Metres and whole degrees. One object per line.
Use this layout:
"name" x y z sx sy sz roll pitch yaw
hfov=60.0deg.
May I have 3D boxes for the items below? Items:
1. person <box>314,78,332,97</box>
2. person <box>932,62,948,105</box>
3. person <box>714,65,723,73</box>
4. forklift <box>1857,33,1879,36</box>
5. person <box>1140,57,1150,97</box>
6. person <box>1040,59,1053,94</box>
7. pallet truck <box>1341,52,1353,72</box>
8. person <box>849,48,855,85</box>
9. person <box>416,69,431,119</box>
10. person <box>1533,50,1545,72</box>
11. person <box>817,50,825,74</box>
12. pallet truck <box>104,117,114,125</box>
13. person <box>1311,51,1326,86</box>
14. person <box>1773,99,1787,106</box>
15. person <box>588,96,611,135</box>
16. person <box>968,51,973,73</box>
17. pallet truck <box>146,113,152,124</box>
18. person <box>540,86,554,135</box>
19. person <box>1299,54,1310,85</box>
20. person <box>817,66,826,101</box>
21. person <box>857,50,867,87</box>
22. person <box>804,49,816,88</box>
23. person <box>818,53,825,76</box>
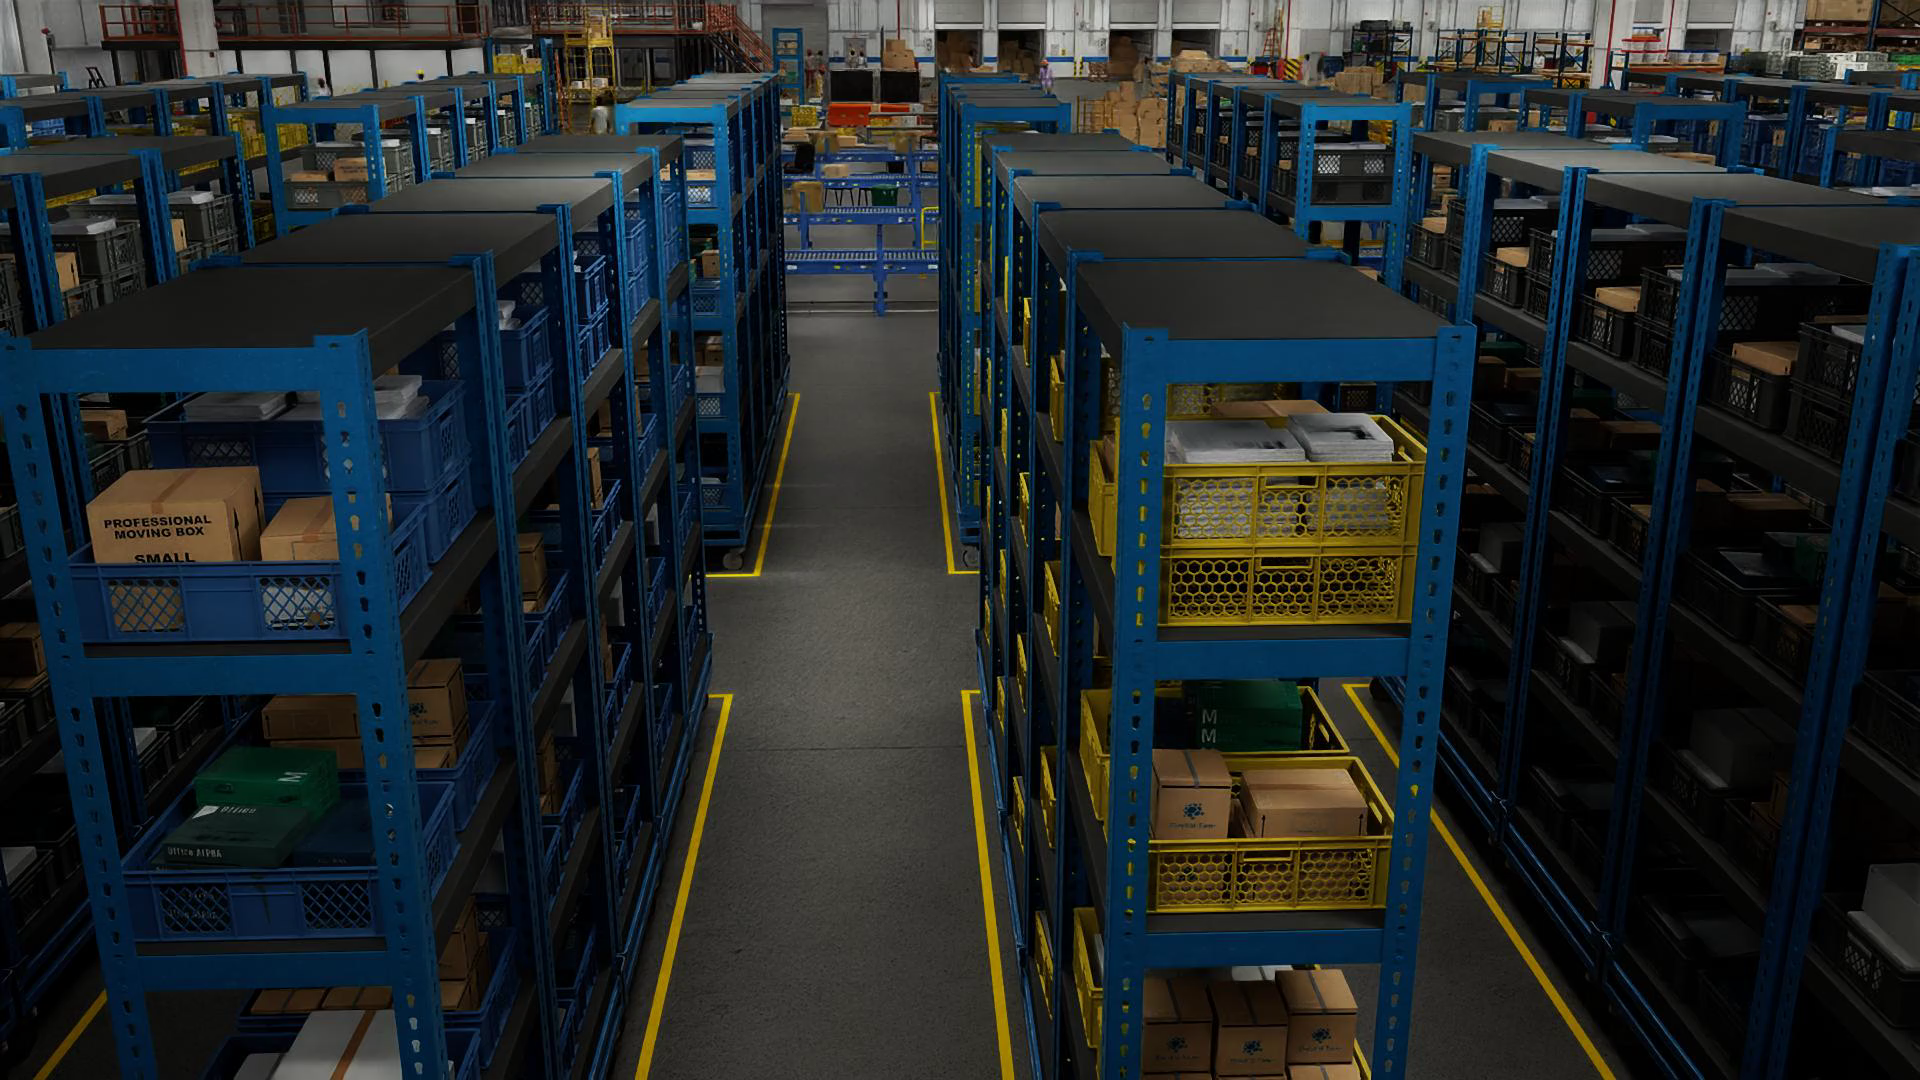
"person" -21.697 -14.821 56.808 0.980 1.837 0.596 16 24 41
"person" -0.660 -19.371 70.835 1.084 1.858 0.700 0 18 -1
"person" -9.225 -17.346 64.286 0.955 2.000 0.684 6 19 18
"forklift" 46.104 -24.422 84.837 1.129 2.768 1.873 3 18 10
"person" 8.871 -21.901 78.687 0.649 1.854 0.517 -6 19 -19
"person" 3.655 -19.292 70.369 0.651 2.003 0.694 4 18 13
"pallet truck" 18.794 -23.123 82.231 0.823 1.965 1.885 -13 22 -35
"person" -5.875 -25.826 90.703 0.352 1.930 0.594 5 19 16
"person" -20.495 -16.892 63.127 0.904 1.897 0.603 -1 18 -2
"person" 30.808 -25.115 88.579 0.576 1.883 0.362 17 24 42
"person" -7.547 -25.635 90.263 0.429 1.843 0.627 -3 18 -10
"pallet truck" -18.367 -7.885 35.078 1.885 1.965 0.823 1 18 2
"person" 18.481 -24.082 85.321 1.051 1.934 0.625 0 18 0
"person" 25.714 -13.288 52.274 0.535 1.699 0.322 -9 20 -25
"person" -10.056 -11.380 46.175 0.933 1.831 0.516 15 23 38
"person" 0.640 -26.936 94.531 0.384 1.681 0.550 -3 18 -8
"pallet truck" -18.087 -8.309 36.390 1.885 1.965 0.823 -1 18 -4
"person" -13.891 -14.441 55.736 0.533 1.767 0.326 -10 20 -28
"person" 17.464 -23.675 84.210 0.573 1.828 0.644 7 19 20
"person" -5.451 -17.682 65.490 0.376 1.935 0.550 -3 18 -8
"person" -5.202 -24.949 88.009 0.547 1.922 0.397 0 18 1
"person" -7.848 -24.618 86.878 0.610 1.984 0.400 5 19 14
"person" -7.640 -25.936 91.313 0.363 1.751 0.548 -13 22 -36
